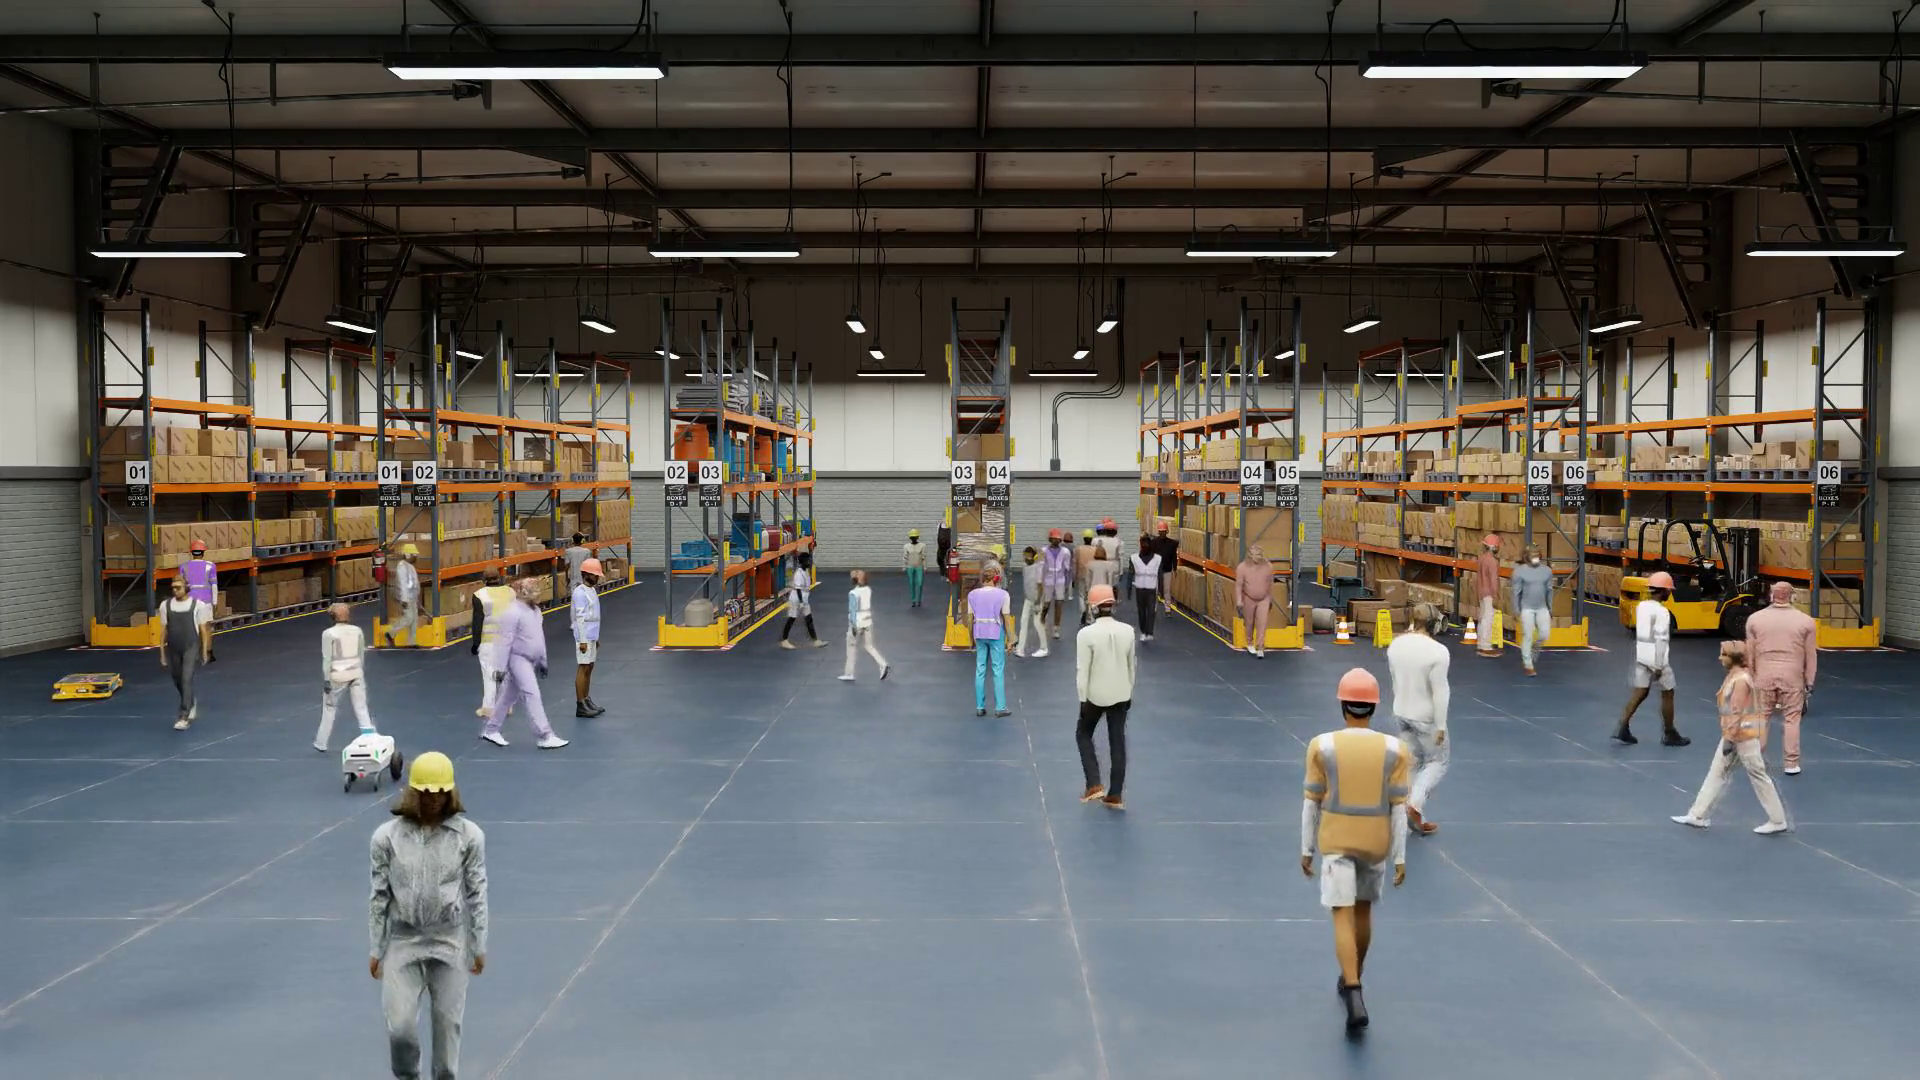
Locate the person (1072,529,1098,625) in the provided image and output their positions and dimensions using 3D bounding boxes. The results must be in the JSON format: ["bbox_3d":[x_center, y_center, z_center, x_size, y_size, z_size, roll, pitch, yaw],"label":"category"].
[{"bbox_3d":[2.492,0.731,31.662,0.596,1.904,0.681,0,2,4],"label":"person"}]

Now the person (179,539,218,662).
[{"bbox_3d":[-12.036,0.959,25.527,0.551,1.935,0.375,-1,2,-22],"label":"person"}]

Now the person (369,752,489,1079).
[{"bbox_3d":[-2.340,1.791,7.133,0.503,1.725,0.366,-1,2,-20],"label":"person"}]

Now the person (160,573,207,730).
[{"bbox_3d":[-9.120,1.281,19.006,0.508,1.812,0.876,0,2,-8],"label":"person"}]

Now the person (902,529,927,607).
[{"bbox_3d":[-1.016,0.635,36.023,0.554,1.733,0.805,0,2,1],"label":"person"}]

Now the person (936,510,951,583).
[{"bbox_3d":[-0.354,0.175,44.506,0.688,2.000,0.539,1,3,25],"label":"person"}]

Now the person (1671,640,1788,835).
[{"bbox_3d":[6.369,1.617,13.263,0.886,1.584,0.527,1,2,14],"label":"person"}]

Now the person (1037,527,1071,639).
[{"bbox_3d":[1.701,0.767,29.453,0.613,2.021,0.724,0,2,-4],"label":"person"}]

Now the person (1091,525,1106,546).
[{"bbox_3d":[3.077,0.608,35.226,0.657,1.860,1.055,0,2,-2],"label":"person"}]

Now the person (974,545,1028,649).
[{"bbox_3d":[0.634,0.967,27.329,0.940,1.775,0.601,-1,2,-18],"label":"person"}]

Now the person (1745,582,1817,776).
[{"bbox_3d":[8.146,1.365,16.035,0.647,1.890,0.402,1,3,33],"label":"person"}]

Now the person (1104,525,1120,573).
[{"bbox_3d":[3.349,0.572,36.494,0.586,1.852,0.923,0,2,2],"label":"person"}]

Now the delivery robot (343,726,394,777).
[{"bbox_3d":[-5.622,2.019,15.354,0.477,0.478,0.707,0,2,-8],"label":"delivery robot"}]

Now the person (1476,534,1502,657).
[{"bbox_3d":[8.658,0.898,26.372,0.402,1.990,0.622,0,2,-2],"label":"person"}]

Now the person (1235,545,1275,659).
[{"bbox_3d":[4.805,0.986,26.368,0.647,1.828,1.060,0,2,4],"label":"person"}]

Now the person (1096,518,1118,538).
[{"bbox_3d":[3.612,0.408,40.010,0.572,1.880,0.993,0,2,10],"label":"person"}]

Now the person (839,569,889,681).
[{"bbox_3d":[-1.381,1.215,23.067,0.708,1.612,0.517,2,3,36],"label":"person"}]

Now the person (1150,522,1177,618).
[{"bbox_3d":[4.198,0.615,33.465,0.617,1.993,0.396,0,2,3],"label":"person"}]

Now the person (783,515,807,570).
[{"bbox_3d":[-4.963,0.153,47.697,0.922,1.795,0.604,0,2,-10],"label":"person"}]

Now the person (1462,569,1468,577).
[{"bbox_3d":[11.847,0.628,37.236,0.534,1.665,0.819,0,2,-2],"label":"person"}]

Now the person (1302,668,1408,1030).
[{"bbox_3d":[2.148,1.646,8.761,0.553,1.901,0.949,0,2,4],"label":"person"}]

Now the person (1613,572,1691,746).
[{"bbox_3d":[7.540,1.298,17.624,0.811,1.903,0.550,0,2,-12],"label":"person"}]

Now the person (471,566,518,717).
[{"bbox_3d":[-5.730,1.235,19.819,0.430,1.840,0.623,2,3,41],"label":"person"}]

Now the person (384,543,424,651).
[{"bbox_3d":[-9.291,0.958,27.015,0.527,1.814,0.603,0,2,-1],"label":"person"}]

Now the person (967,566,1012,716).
[{"bbox_3d":[0.362,1.236,19.788,0.563,1.838,0.389,1,2,23],"label":"person"}]

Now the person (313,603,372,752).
[{"bbox_3d":[-6.487,1.467,16.980,0.858,1.601,0.543,2,3,34],"label":"person"}]

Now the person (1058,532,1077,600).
[{"bbox_3d":[2.525,0.619,38.040,0.524,1.619,0.445,0,2,12],"label":"person"}]

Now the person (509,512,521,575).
[{"bbox_3d":[-12.531,0.166,45.567,0.361,1.933,0.630,1,2,18],"label":"person"}]

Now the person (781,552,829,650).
[{"bbox_3d":[-2.632,1.033,27.143,0.871,1.641,0.542,1,2,14],"label":"person"}]

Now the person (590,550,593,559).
[{"bbox_3d":[-10.264,0.200,44.647,0.664,1.936,0.655,-1,3,-31],"label":"person"}]

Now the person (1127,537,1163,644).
[{"bbox_3d":[3.259,0.880,28.443,0.626,1.861,1.004,0,2,10],"label":"person"}]

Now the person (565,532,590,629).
[{"bbox_3d":[-7.318,0.775,30.990,0.507,1.872,0.329,0,2,-7],"label":"person"}]

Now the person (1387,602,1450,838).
[{"bbox_3d":[3.727,1.462,13.145,0.504,1.920,0.628,-2,3,-34],"label":"person"}]

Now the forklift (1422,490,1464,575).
[{"bbox_3d":[13.926,-0.371,47.846,1.873,2.768,1.129,0,2,0],"label":"forklift"}]

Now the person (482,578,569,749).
[{"bbox_3d":[-4.745,1.331,17.474,1.051,1.859,0.648,0,2,9],"label":"person"}]

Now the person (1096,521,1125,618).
[{"bbox_3d":[3.095,0.612,33.362,0.606,2.017,0.861,0,2,12],"label":"person"}]

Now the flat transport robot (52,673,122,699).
[{"bbox_3d":[-11.721,1.953,21.708,0.652,0.197,1.431,-1,2,-21],"label":"flat transport robot"}]

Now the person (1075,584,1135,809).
[{"bbox_3d":[1.290,1.385,14.337,0.637,1.977,0.482,-1,2,-22],"label":"person"}]

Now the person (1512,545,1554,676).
[{"bbox_3d":[8.414,1.037,23.703,0.649,1.924,0.436,0,2,-6],"label":"person"}]

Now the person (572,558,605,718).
[{"bbox_3d":[-4.550,1.190,19.820,0.367,1.930,0.542,0,2,3],"label":"person"}]

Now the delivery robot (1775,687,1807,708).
[{"bbox_3d":[10.234,1.836,19.972,0.477,0.478,0.707,2,3,43],"label":"delivery robot"}]

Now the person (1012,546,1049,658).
[{"bbox_3d":[1.135,1.000,25.996,0.913,1.813,0.541,-2,3,-40],"label":"person"}]

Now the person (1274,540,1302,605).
[{"bbox_3d":[6.931,0.662,34.230,0.640,1.842,0.429,0,2,5],"label":"person"}]

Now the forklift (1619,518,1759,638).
[{"bbox_3d":[13.417,0.684,29.791,2.313,2.155,1.214,0,2,0],"label":"forklift"}]

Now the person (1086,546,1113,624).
[{"bbox_3d":[2.604,0.928,30.283,0.521,1.617,0.528,0,2,11],"label":"person"}]
